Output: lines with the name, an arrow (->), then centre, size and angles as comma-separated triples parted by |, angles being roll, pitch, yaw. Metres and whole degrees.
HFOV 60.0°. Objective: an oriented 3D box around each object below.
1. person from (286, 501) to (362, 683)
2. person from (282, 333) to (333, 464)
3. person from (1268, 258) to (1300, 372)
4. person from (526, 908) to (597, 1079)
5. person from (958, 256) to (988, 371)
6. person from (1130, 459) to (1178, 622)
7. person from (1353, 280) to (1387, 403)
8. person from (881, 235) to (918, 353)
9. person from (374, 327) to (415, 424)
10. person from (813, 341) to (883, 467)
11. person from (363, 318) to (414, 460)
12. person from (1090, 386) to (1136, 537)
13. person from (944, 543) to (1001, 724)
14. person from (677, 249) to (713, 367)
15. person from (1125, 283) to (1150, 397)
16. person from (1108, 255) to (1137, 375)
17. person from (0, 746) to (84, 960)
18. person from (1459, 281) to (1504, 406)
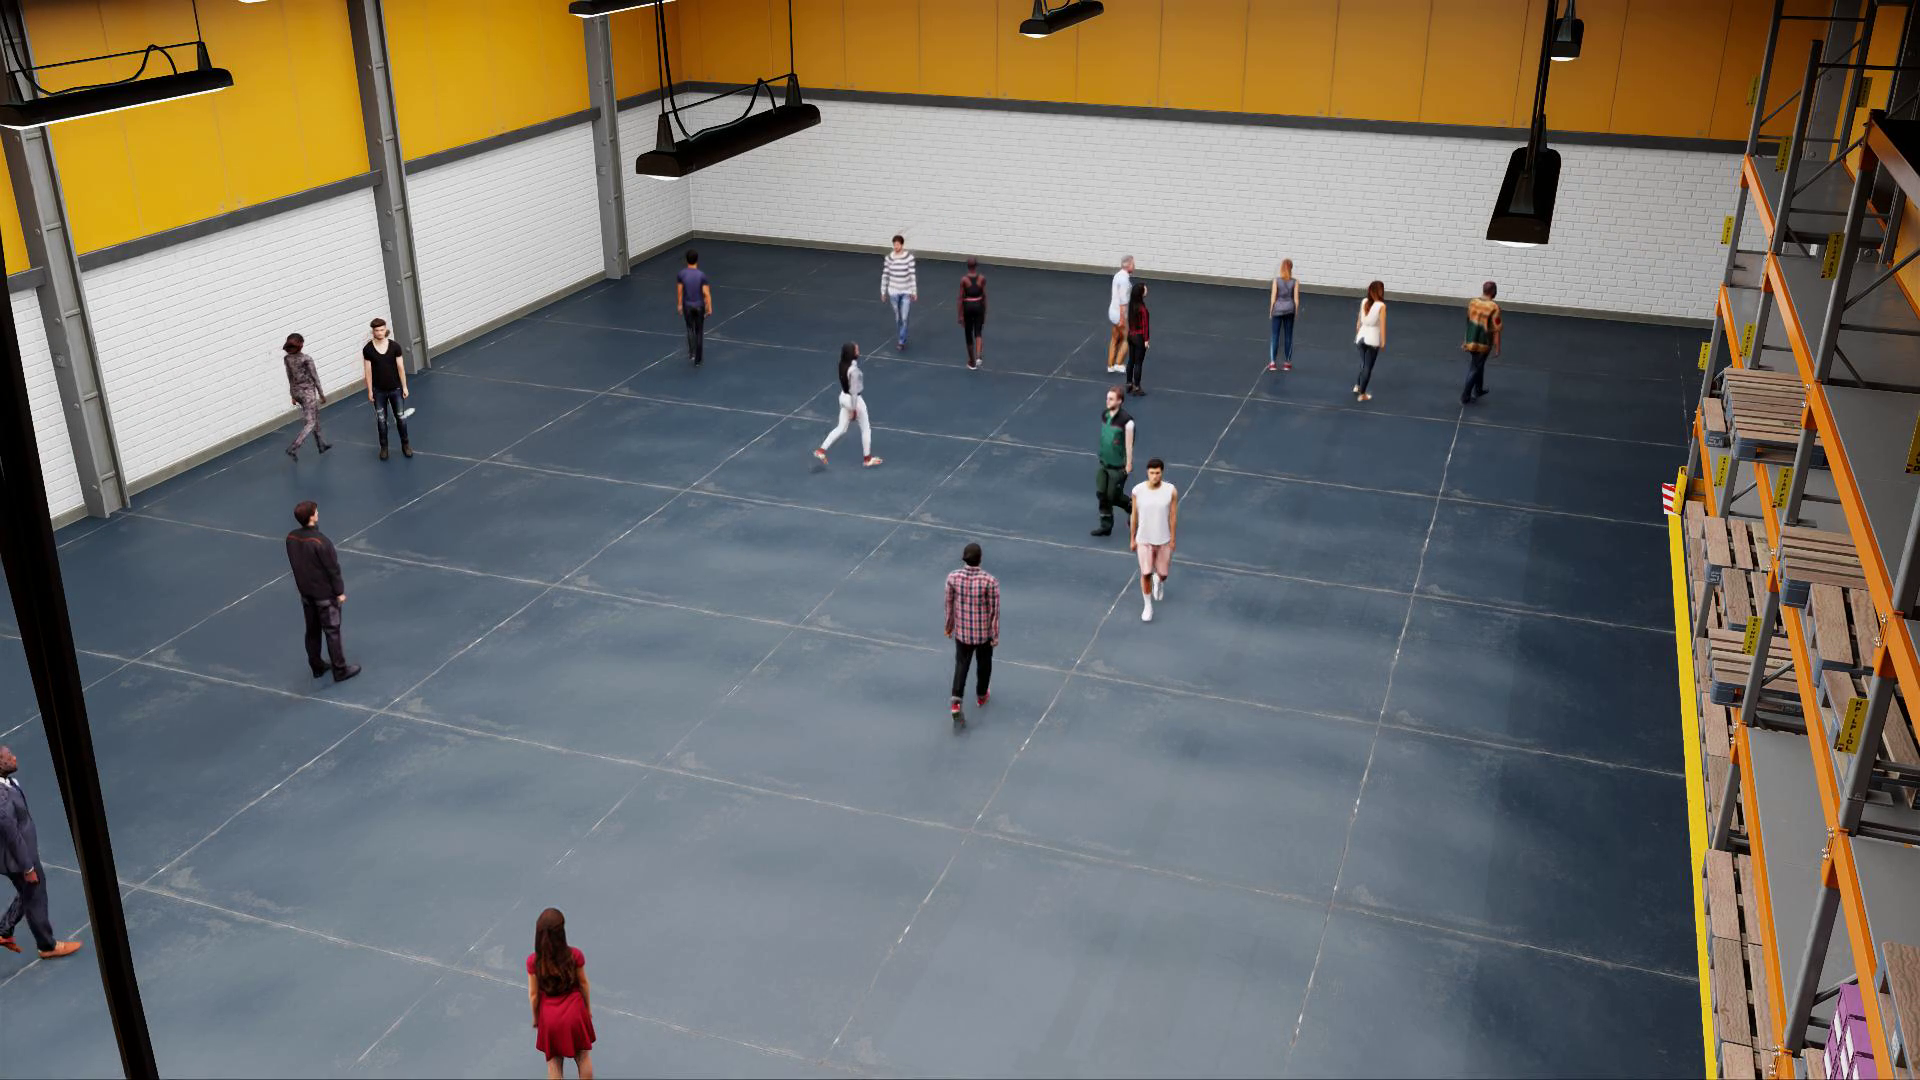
person -> -6.223, 0.489, 16.121 | 0.726, 1.838, 0.565 | 9, 25, 20
person -> -8.548, -1.815, 21.583 | 0.570, 1.685, 1.098 | 9, 25, 20
person -> 4.903, -3.433, 25.234 | 0.617, 1.725, 0.602 | 2, 24, 5
person -> -2.554, 3.028, 10.668 | 0.676, 1.553, 0.736 | -6, 24, -14
person -> 0.219, -3.415, 25.156 | 0.737, 1.754, 0.783 | -6, 24, -13
person -> 2.040, -0.051, 17.439 | 0.743, 1.772, 0.915 | 4, 24, 8
person -> 5.785, -2.824, 23.777 | 0.752, 1.776, 0.728 | -19, 30, -36
person -> -0.917, -3.906, 26.213 | 0.754, 1.808, 1.124 | 6, 24, 13
person -> -7.955, -2.212, 22.860 | 0.542, 1.389, 0.862 | 7, 25, 15
person -> -1.475, -1.712, 21.334 | 1.151, 1.695, 1.090 | -11, 26, -23
person -> -7.491, -1.994, 21.733 | 0.736, 1.892, 0.772 | -8, 25, -18
person -> 1.844, -0.912, 19.338 | 1.040, 1.828, 0.926 | -17, 29, -33
person -> 0.100, 0.857, 15.389 | 0.748, 1.750, 1.052 | 6, 24, 14
person -> -4.074, -3.519, 25.365 | 0.746, 1.778, 0.738 | 1, 24, 2
person -> 2.566, -2.918, 24.141 | 0.706, 1.658, 0.660 | -13, 27, -26
person -> 2.336, -3.388, 25.025 | 0.864, 1.810, 0.753 | -4, 24, -9
person -> -6.888, 2.304, 12.003 | 0.979, 1.811, 0.909 | -17, 29, -34
person -> 7.339, -2.778, 23.661 | 1.071, 1.785, 0.986 | -14, 27, -29
